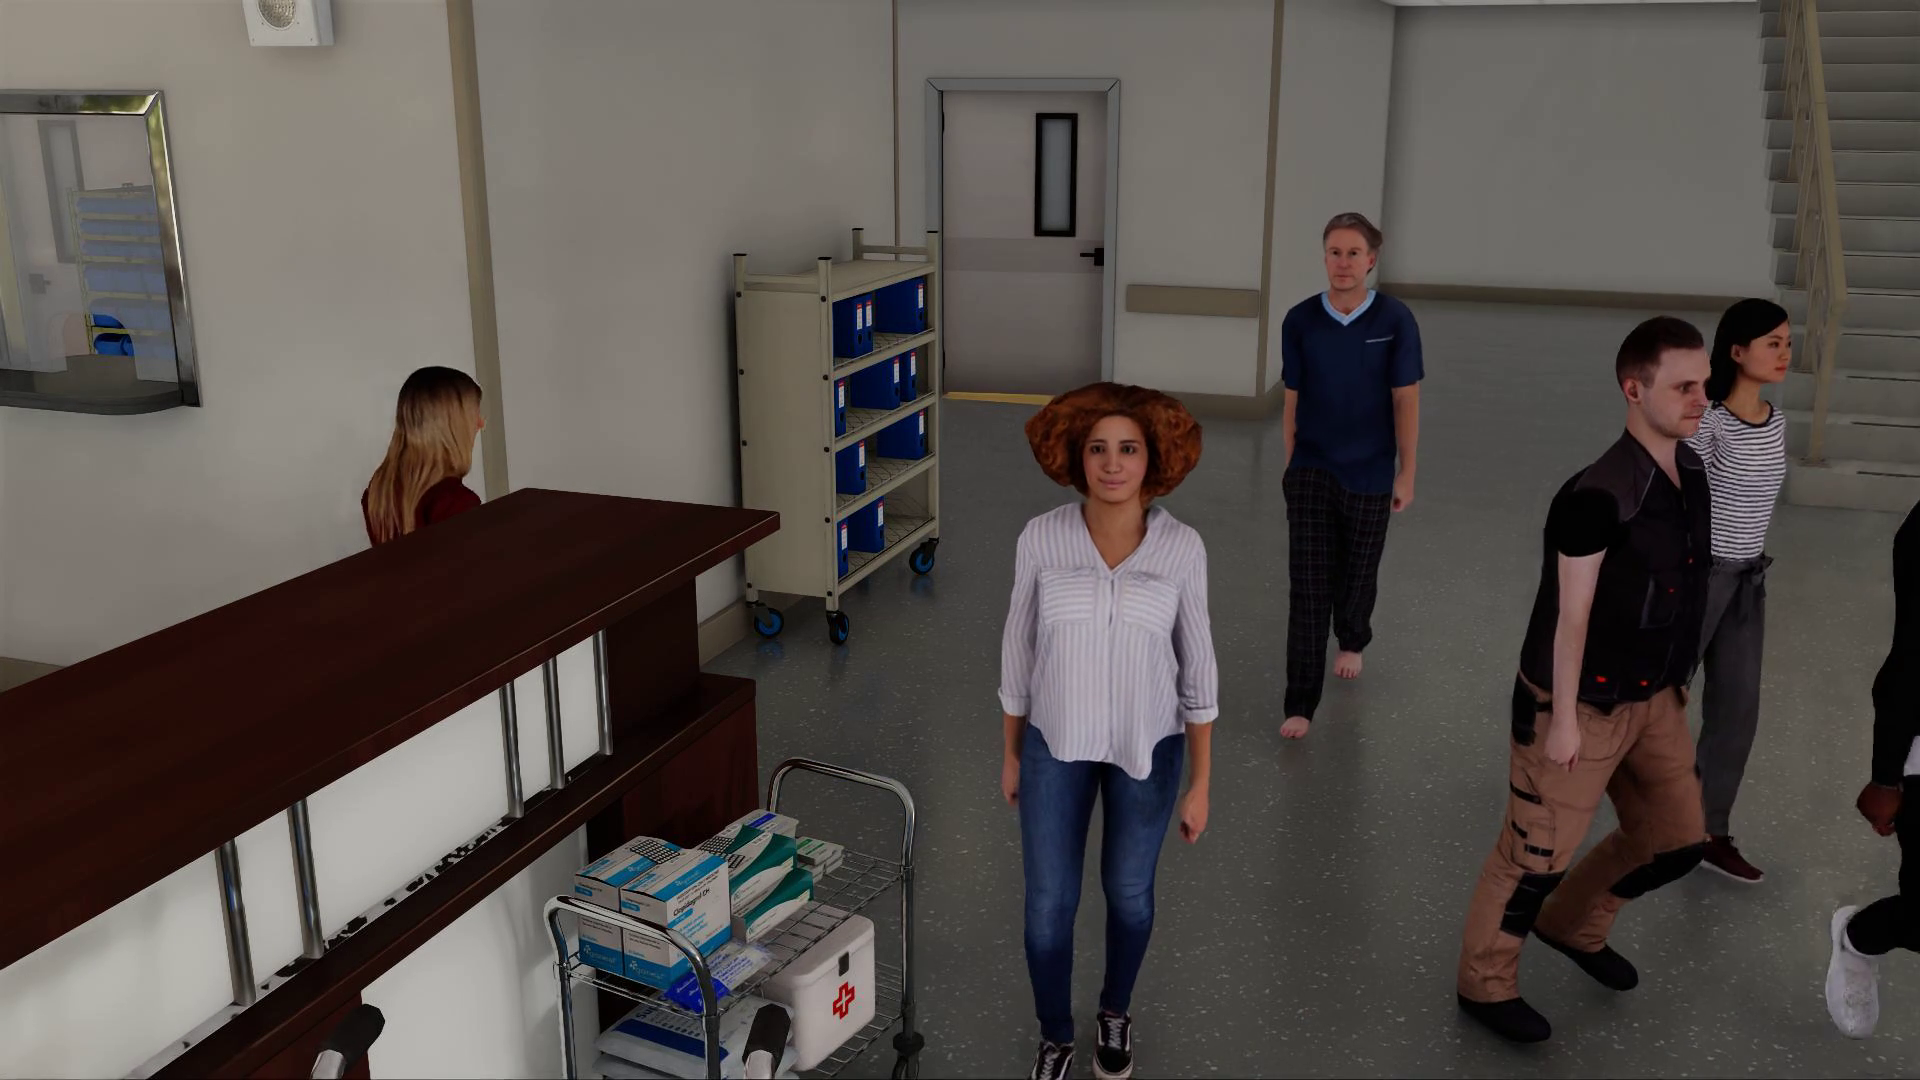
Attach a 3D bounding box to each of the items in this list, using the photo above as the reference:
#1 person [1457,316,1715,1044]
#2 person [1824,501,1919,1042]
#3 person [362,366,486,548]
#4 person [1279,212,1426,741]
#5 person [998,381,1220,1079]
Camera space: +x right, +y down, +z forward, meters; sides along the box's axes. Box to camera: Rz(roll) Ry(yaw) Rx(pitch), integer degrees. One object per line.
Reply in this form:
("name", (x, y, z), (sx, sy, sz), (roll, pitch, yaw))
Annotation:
("person", (1.506, 0.358, 4.017), (0.832, 1.816, 0.924), (-12, 20, -37))
("person", (2.230, 0.456, 3.690), (0.809, 1.804, 0.954), (1, 16, 5))
("person", (-1.413, 0.394, 4.308), (0.601, 1.588, 1.017), (6, 17, 22))
("person", (1.428, -0.243, 6.136), (0.685, 1.823, 1.187), (5, 16, 17))
("person", (0.346, 0.447, 3.911), (0.739, 1.701, 0.778), (2, 16, 7))
